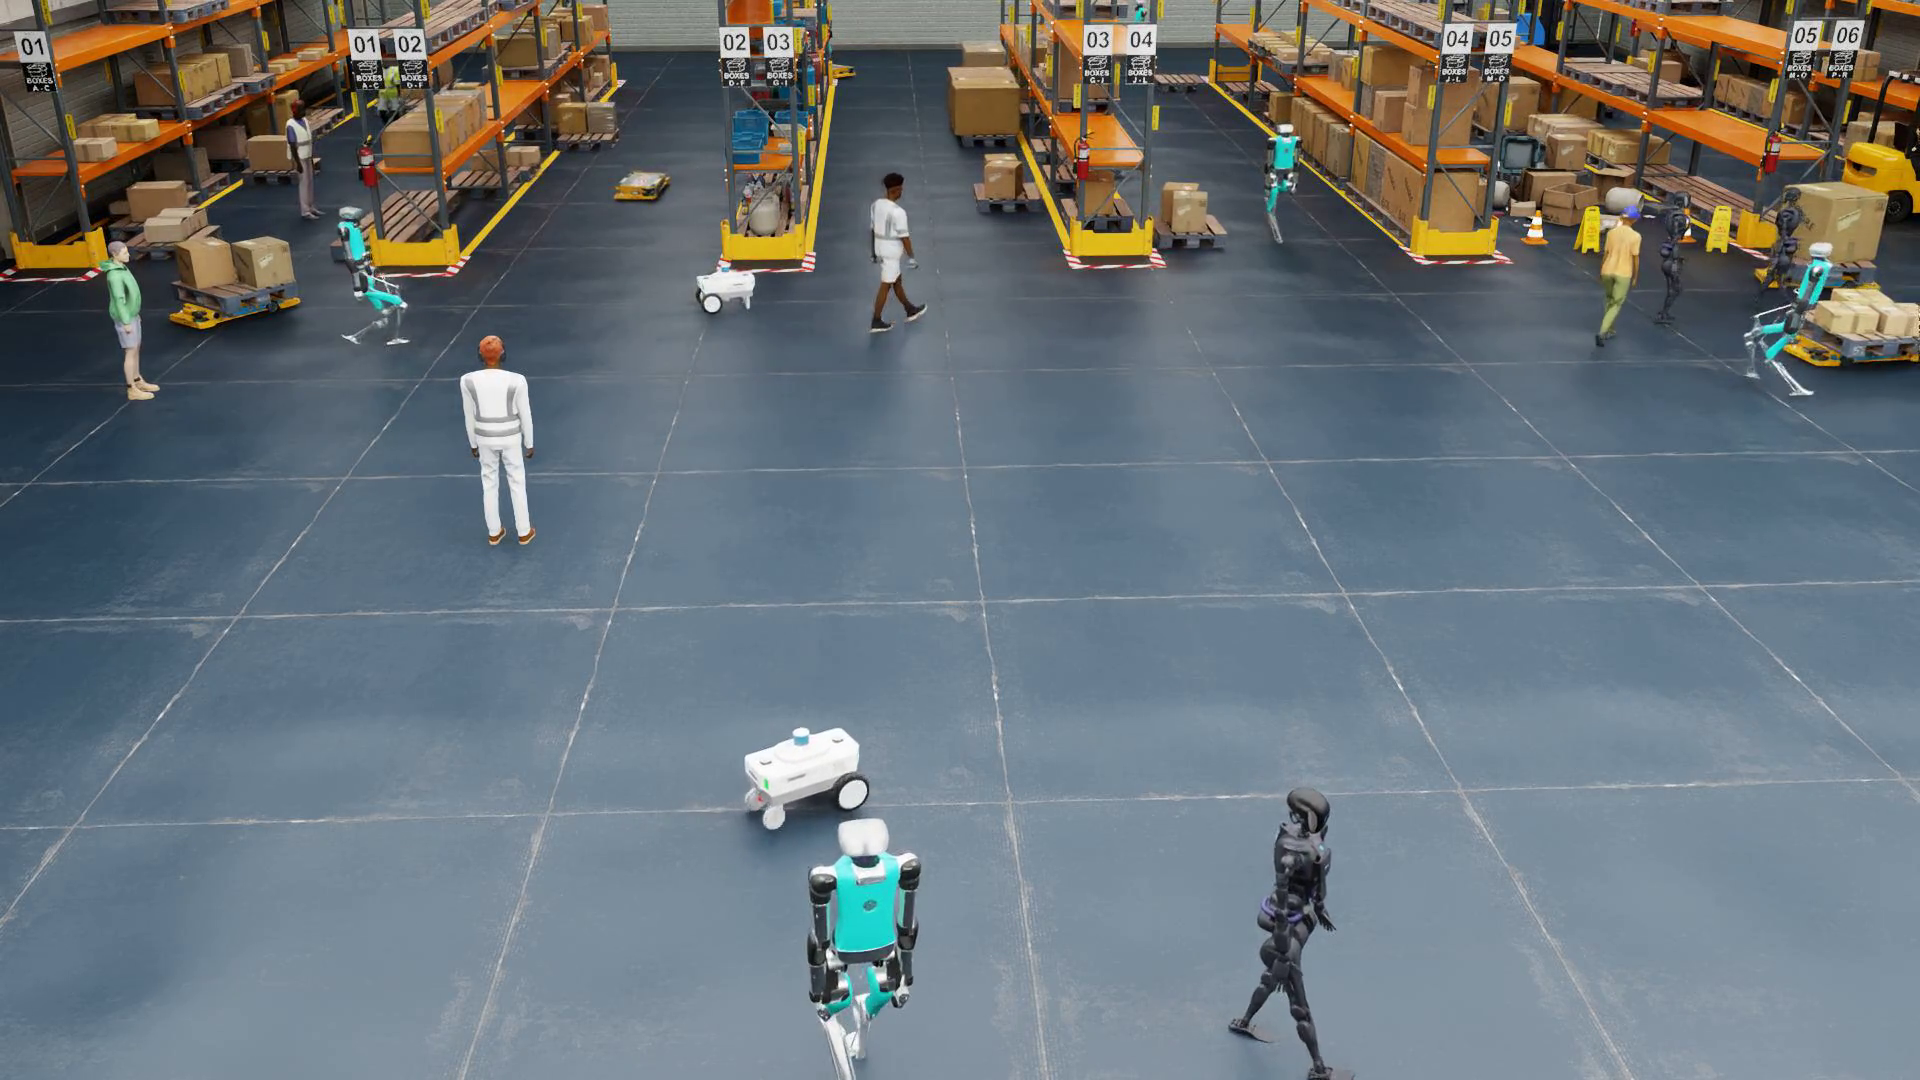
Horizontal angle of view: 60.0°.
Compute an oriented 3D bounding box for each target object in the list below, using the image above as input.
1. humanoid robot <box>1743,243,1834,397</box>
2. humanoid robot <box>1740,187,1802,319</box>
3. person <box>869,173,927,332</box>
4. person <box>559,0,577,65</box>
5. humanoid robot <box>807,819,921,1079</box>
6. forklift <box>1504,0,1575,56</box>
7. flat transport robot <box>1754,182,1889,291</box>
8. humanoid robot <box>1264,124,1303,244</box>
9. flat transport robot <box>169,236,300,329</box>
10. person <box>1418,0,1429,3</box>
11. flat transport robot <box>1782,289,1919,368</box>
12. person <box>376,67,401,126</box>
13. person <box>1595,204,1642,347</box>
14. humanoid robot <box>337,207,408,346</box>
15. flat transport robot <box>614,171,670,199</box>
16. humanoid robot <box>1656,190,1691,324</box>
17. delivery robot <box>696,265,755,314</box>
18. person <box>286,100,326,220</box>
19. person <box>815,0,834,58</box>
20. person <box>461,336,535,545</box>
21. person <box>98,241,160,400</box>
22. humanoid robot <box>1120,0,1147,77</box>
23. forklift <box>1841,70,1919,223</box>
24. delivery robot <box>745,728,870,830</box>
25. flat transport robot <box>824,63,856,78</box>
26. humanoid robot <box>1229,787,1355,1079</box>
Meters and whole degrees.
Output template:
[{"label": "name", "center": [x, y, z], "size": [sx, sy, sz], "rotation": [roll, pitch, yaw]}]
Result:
[{"label": "humanoid robot", "center": [8.905, -2.405, 18.088], "size": [1.016, 1.748, 0.546], "rotation": [17, 29, 33]}, {"label": "humanoid robot", "center": [10.319, -3.610, 20.920], "size": [0.669, 1.644, 0.596], "rotation": [13, 27, 28]}, {"label": "person", "center": [-0.738, -3.539, 20.383], "size": [0.962, 1.918, 0.635], "rotation": [-15, 28, -30]}, {"label": "person", "center": [-9.651, -12.470, 40.587], "size": [0.831, 1.823, 0.572], "rotation": [11, 26, 22]}, {"label": "humanoid robot", "center": [-0.541, 2.047, 8.171], "size": [0.552, 1.857, 0.815], "rotation": [-8, 25, -17]}, {"label": "forklift", "center": [14.700, -13.805, 42.301], "size": [1.873, 2.768, 1.129], "rotation": [-1, 24, -2]}, {"label": "flat transport robot", "center": [11.574, -3.548, 22.445], "size": [1.431, 0.231, 0.659], "rotation": [4, 24, 9]}, {"label": "humanoid robot", "center": [4.691, -5.340, 24.748], "size": [0.544, 1.778, 1.052], "rotation": [-4, 24, -8]}, {"label": "flat transport robot", "center": [-9.226, -2.982, 21.173], "size": [0.659, 0.231, 1.431], "rotation": [16, 29, 32]}, {"label": "person", "center": [11.723, -13.061, 41.940], "size": [0.394, 1.800, 0.593], "rotation": [-14, 27, -28]}, {"label": "flat transport robot", "center": [10.506, -2.250, 19.527], "size": [1.431, 0.231, 0.659], "rotation": [-4, 24, -9]}, {"label": "person", "center": [-10.880, -8.428, 31.662], "size": [0.529, 1.678, 0.392], "rotation": [-2, 24, -5]}, {"label": "person", "center": [7.789, -3.136, 19.774], "size": [0.446, 1.680, 0.800], "rotation": [22, 32, 40]}, {"label": "humanoid robot", "center": [-6.842, -3.033, 19.480], "size": [1.032, 1.736, 0.553], "rotation": [-1, 24, -1]}, {"label": "flat transport robot", "center": [-5.302, -5.909, 27.750], "size": [0.659, 0.231, 1.431], "rotation": [1, 24, 1]}, {"label": "humanoid robot", "center": [8.853, -3.501, 20.608], "size": [0.341, 1.643, 0.600], "rotation": [10, 26, 22]}, {"label": "delivery robot", "center": [-3.033, -3.228, 21.383], "size": [0.773, 0.601, 0.518], "rotation": [-7, 25, -16]}, {"label": "person", "center": [-10.219, -5.903, 25.816], "size": [0.399, 1.835, 0.566], "rotation": [1, 24, 3]}, {"label": "person", "center": [-3.547, -12.893, 41.635], "size": [0.815, 1.736, 0.517], "rotation": [-12, 26, -24]}, {"label": "person", "center": [-3.979, -0.851, 14.416], "size": [0.565, 1.879, 0.351], "rotation": [-2, 24, -5]}, {"label": "person", "center": [-9.023, -2.383, 18.031], "size": [0.315, 1.734, 0.478], "rotation": [-6, 25, -13]}, {"label": "humanoid robot", "center": [3.943, -11.720, 39.018], "size": [0.802, 1.798, 0.566], "rotation": [-6, 25, -14]}, {"label": "forklift", "center": [15.132, -6.143, 25.915], "size": [2.313, 2.155, 1.214], "rotation": [-1, 24, -2]}, {"label": "delivery robot", "center": [-0.997, 1.502, 10.766], "size": [0.812, 0.611, 0.499], "rotation": [-14, 28, -29]}, {"label": "flat transport robot", "center": [-3.212, -11.176, 39.584], "size": [1.431, 0.231, 0.659], "rotation": [20, 31, 38]}, {"label": "humanoid robot", "center": [1.741, 1.954, 8.388], "size": [0.735, 1.630, 0.588], "rotation": [14, 28, 28]}]
